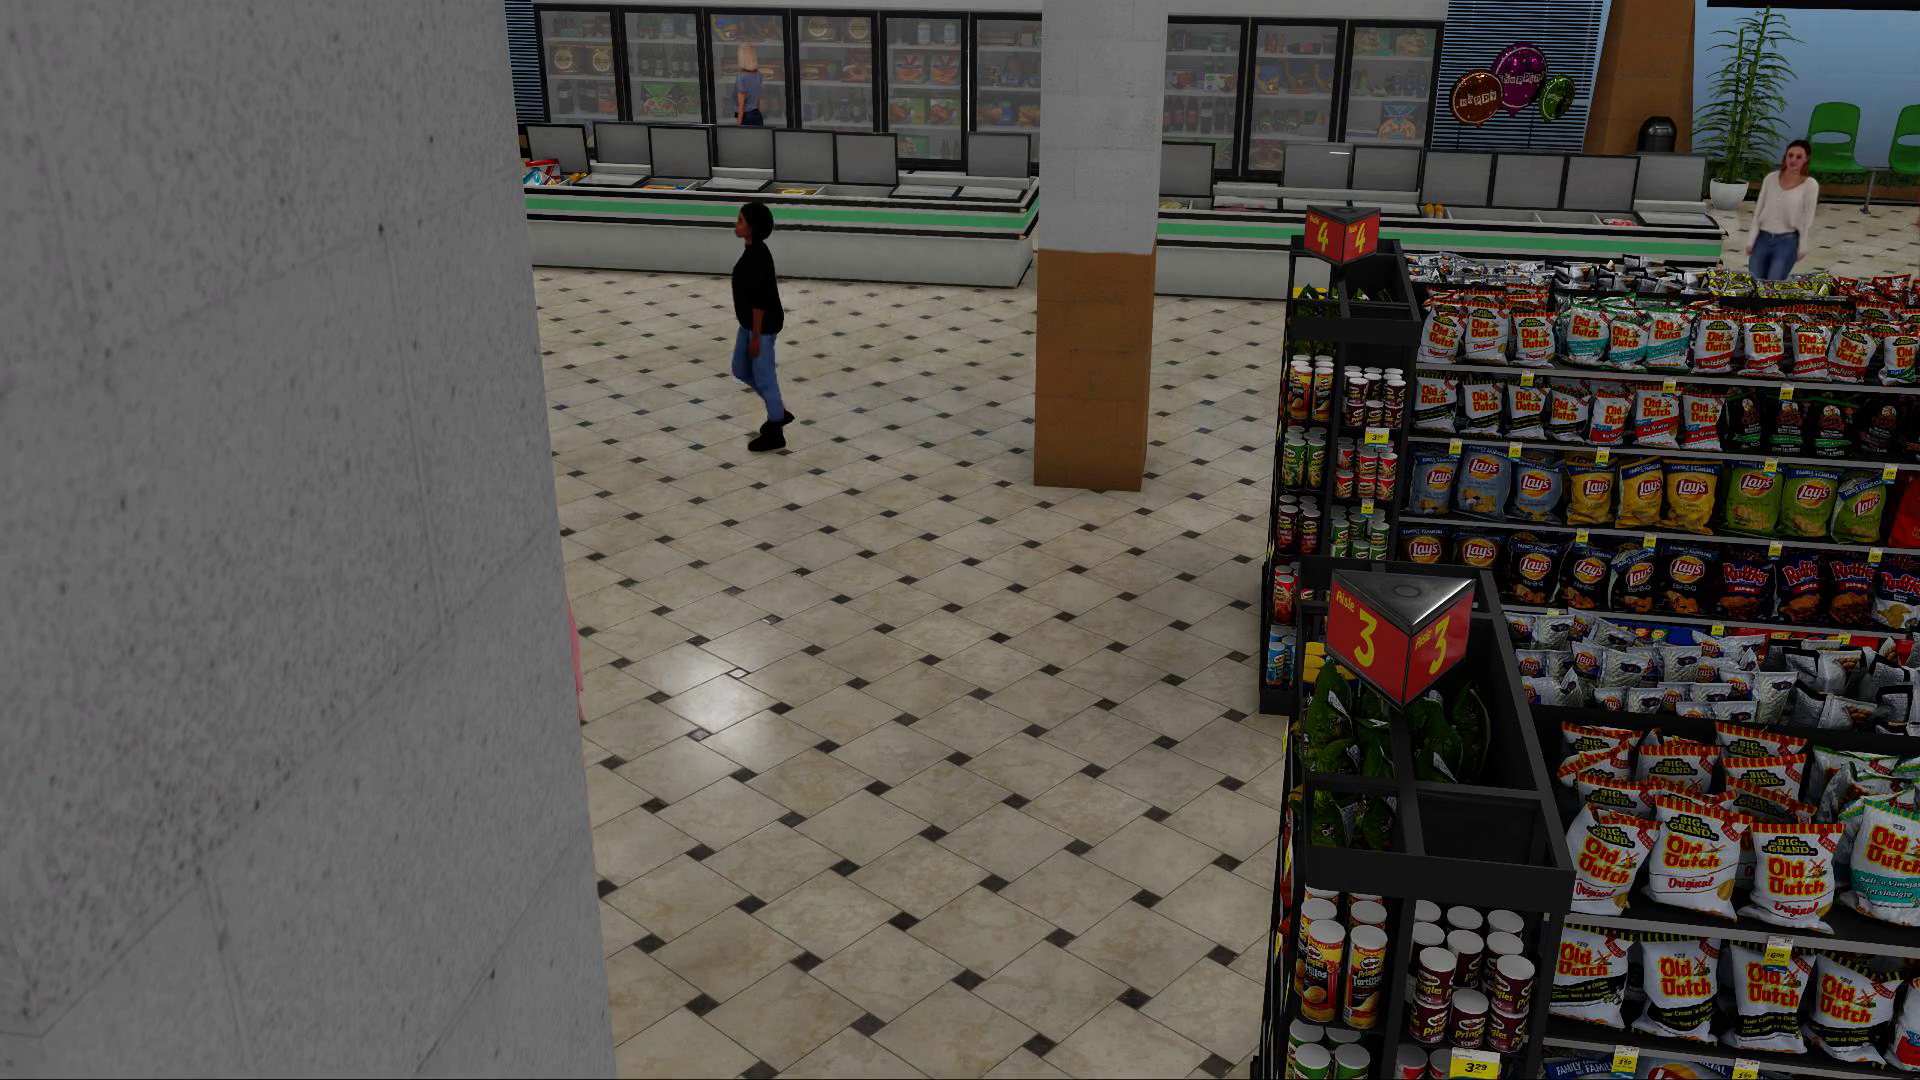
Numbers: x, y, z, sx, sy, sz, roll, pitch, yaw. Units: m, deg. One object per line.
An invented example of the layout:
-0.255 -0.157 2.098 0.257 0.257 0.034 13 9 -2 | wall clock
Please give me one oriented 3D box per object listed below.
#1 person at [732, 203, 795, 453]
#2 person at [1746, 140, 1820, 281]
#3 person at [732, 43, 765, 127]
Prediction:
-1.246 -1.402 11.117 0.745 1.683 0.683 -7 25 -16 | person
6.558 -2.362 13.321 0.909 1.675 0.925 20 31 39 | person
-2.323 -4.627 18.439 0.611 1.722 0.637 12 26 26 | person
